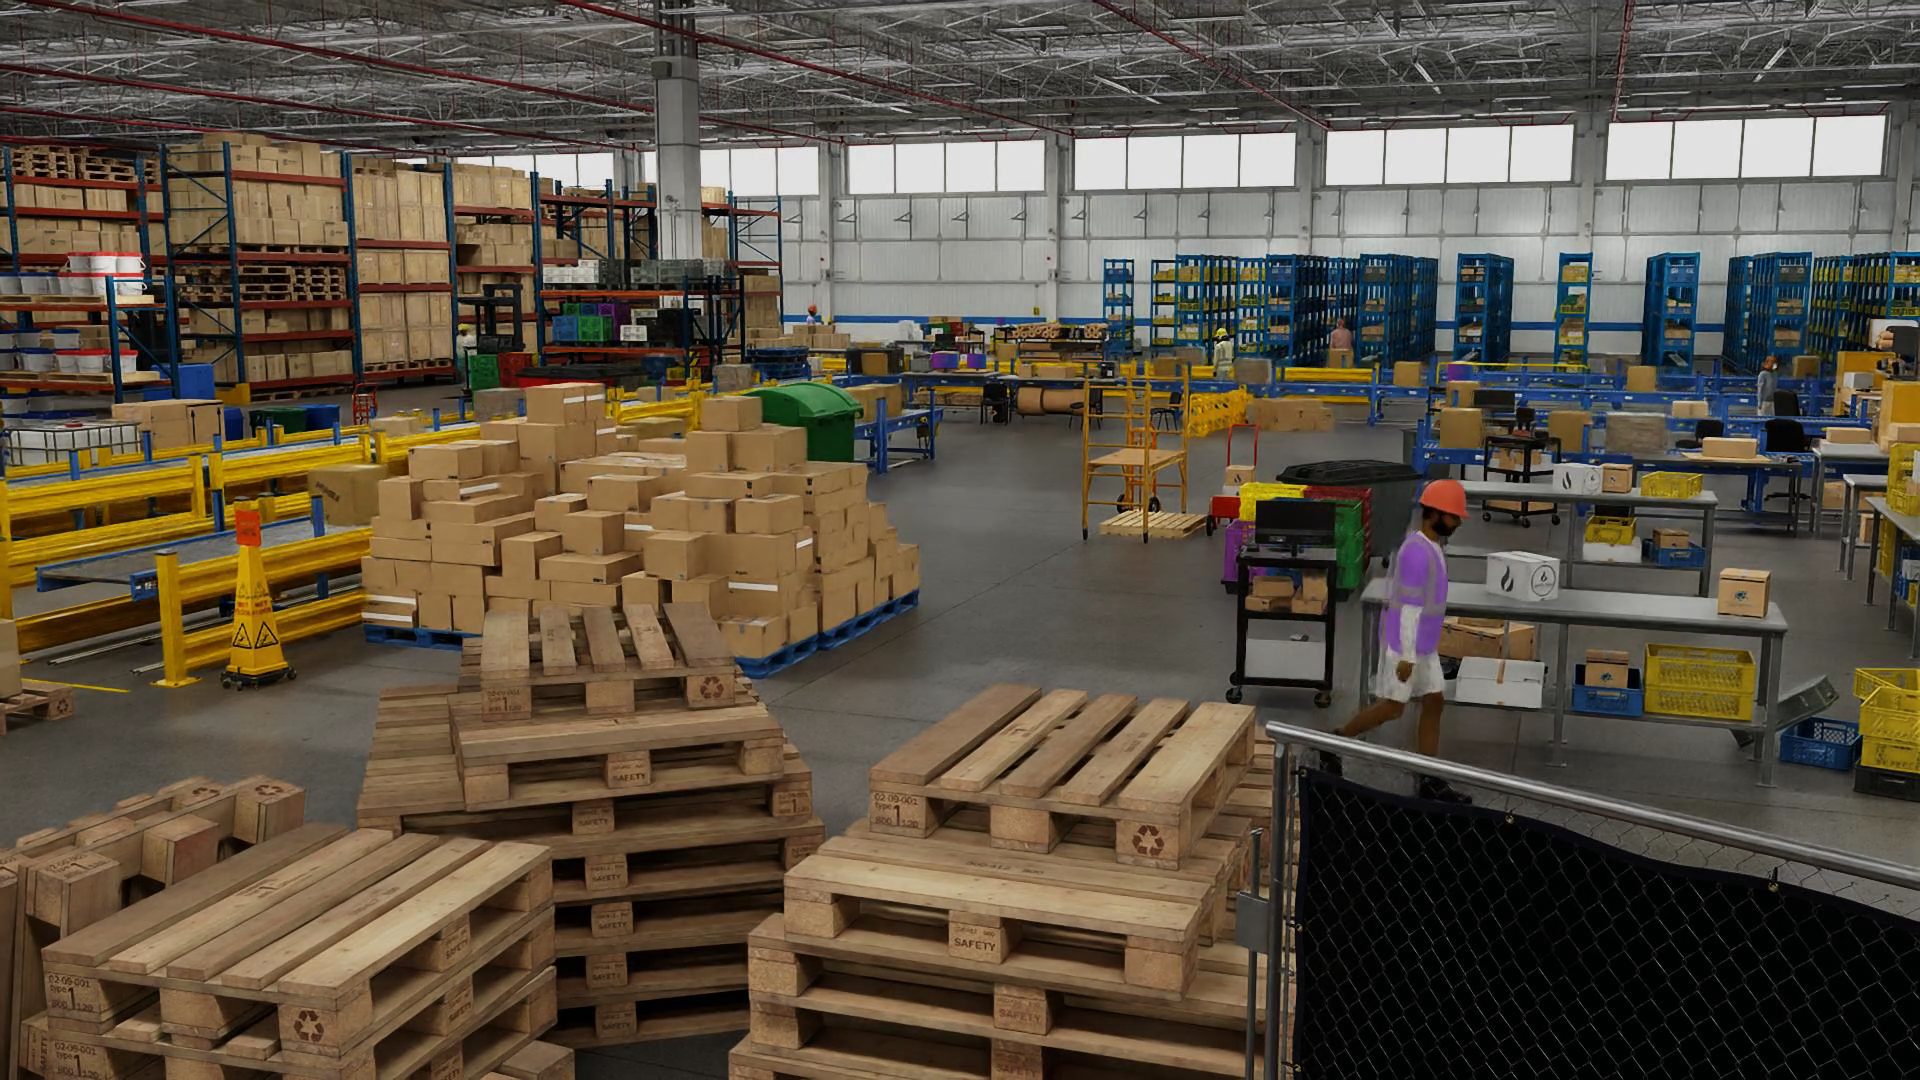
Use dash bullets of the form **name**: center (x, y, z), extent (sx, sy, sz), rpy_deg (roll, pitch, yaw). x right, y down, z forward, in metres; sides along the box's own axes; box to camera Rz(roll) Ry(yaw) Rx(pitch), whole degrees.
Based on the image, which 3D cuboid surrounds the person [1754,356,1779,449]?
- **person**: center (14.136, -2.409, 29.119), extent (0.503, 1.632, 0.271), rpy_deg (-5, 10, -30)

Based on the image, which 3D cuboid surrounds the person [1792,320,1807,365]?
- **person**: center (23.926, -5.497, 47.428), extent (0.479, 1.977, 0.647), rpy_deg (4, 10, 23)

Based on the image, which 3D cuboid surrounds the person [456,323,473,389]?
- **person**: center (-13.271, -4.921, 44.527), extent (0.528, 1.758, 0.361), rpy_deg (2, 9, 14)

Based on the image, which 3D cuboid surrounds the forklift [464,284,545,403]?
- **forklift**: center (-10.832, -4.702, 39.610), extent (1.129, 2.768, 1.873), rpy_deg (3, 10, 20)

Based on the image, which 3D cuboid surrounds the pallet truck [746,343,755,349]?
- **pallet truck**: center (-6.183, -4.618, 44.264), extent (1.601, 1.201, 0.680), rpy_deg (-9, 12, -43)

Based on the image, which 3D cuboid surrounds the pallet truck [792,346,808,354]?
- **pallet truck**: center (-3.705, -4.298, 42.022), extent (0.653, 1.274, 1.630), rpy_deg (3, 10, 20)

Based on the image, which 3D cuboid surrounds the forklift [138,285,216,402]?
- **forklift**: center (-17.480, -4.200, 36.461), extent (1.873, 2.768, 1.129), rpy_deg (3, 10, 19)

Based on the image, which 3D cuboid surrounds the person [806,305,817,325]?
- **person**: center (-4.886, -6.725, 54.934), extent (0.397, 2.043, 0.609), rpy_deg (-1, 9, -9)

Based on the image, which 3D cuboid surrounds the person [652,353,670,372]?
- **person**: center (-6.868, -3.995, 38.261), extent (0.436, 1.891, 0.666), rpy_deg (-5, 10, -30)

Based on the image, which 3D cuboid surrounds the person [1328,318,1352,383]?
- **person**: center (10.008, -4.893, 43.876), extent (0.653, 1.907, 0.402), rpy_deg (-3, 9, -16)

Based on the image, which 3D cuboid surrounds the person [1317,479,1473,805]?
- **person**: center (2.533, 0.571, 9.631), extent (0.875, 1.894, 0.569), rpy_deg (5, 10, 28)

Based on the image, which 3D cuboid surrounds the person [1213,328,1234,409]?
- **person**: center (5.973, -3.902, 37.893), extent (0.591, 1.826, 0.403), rpy_deg (-9, 12, -43)
